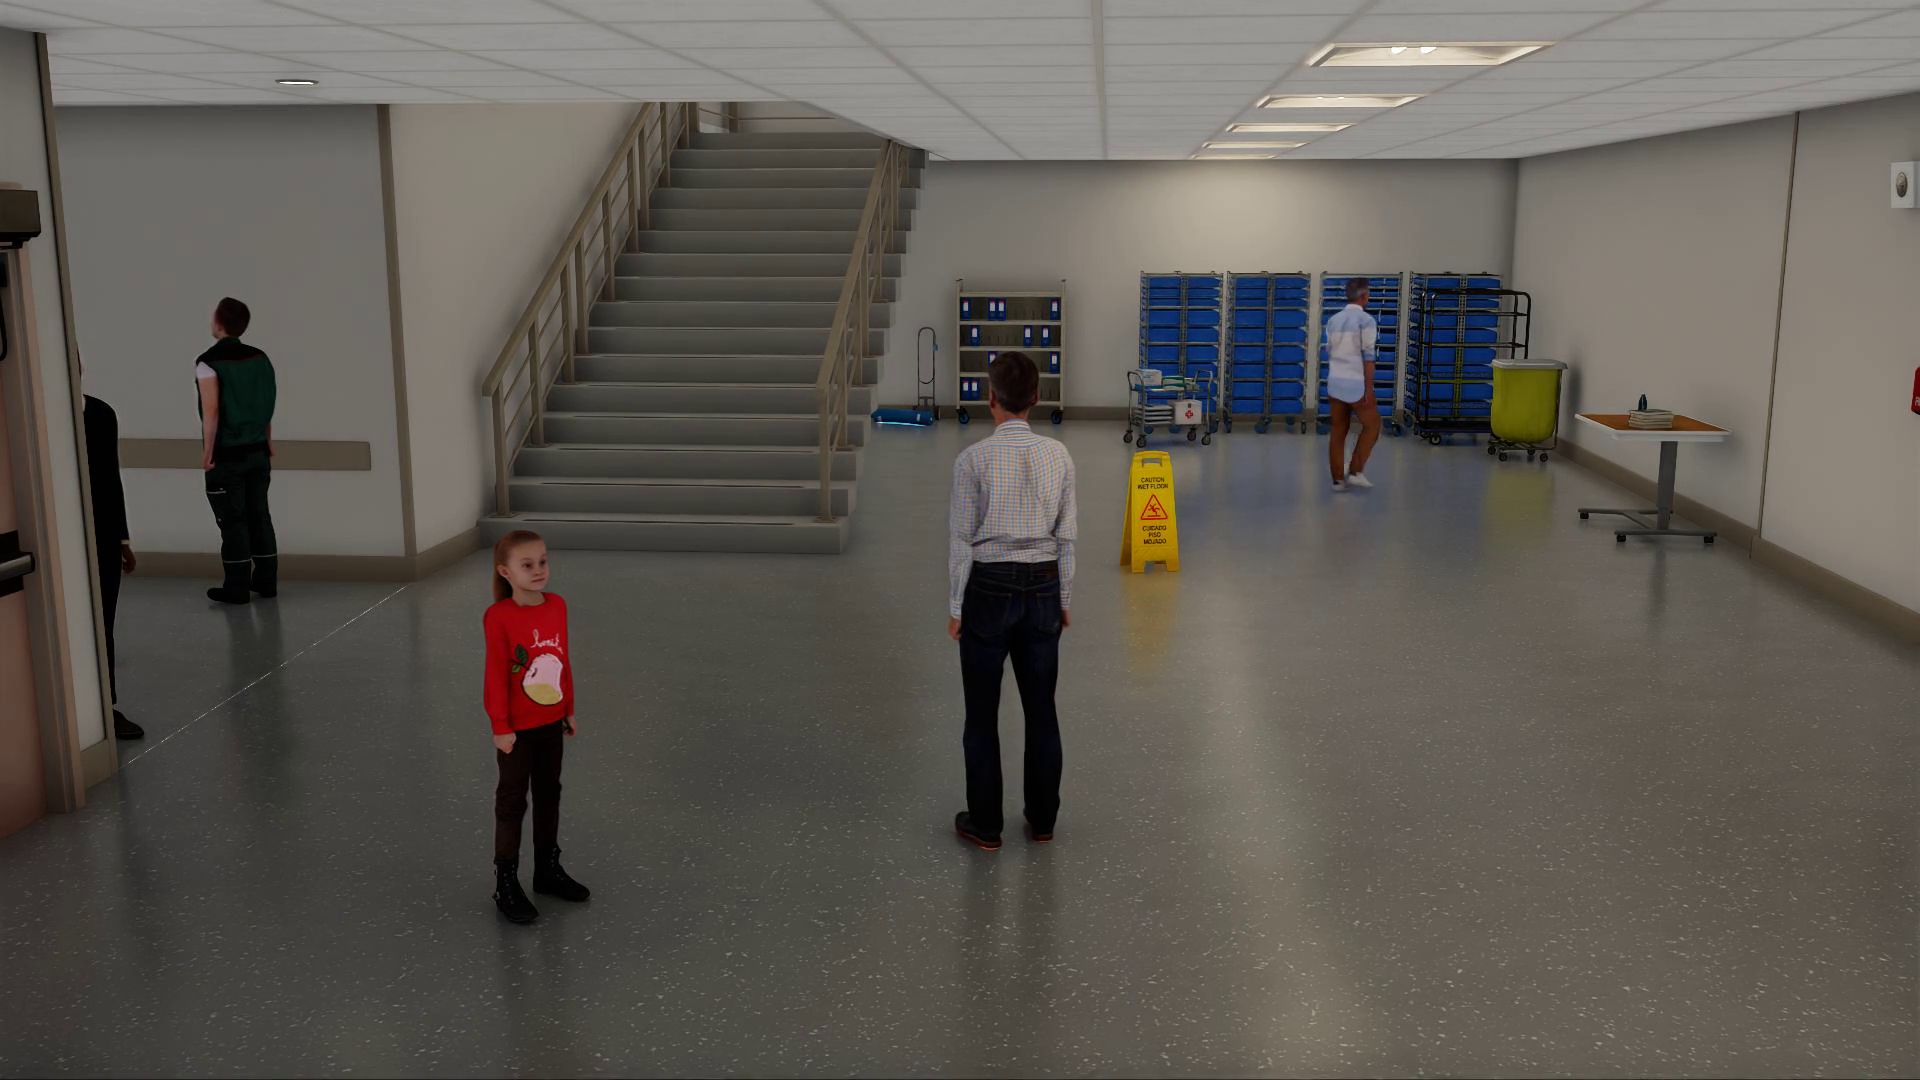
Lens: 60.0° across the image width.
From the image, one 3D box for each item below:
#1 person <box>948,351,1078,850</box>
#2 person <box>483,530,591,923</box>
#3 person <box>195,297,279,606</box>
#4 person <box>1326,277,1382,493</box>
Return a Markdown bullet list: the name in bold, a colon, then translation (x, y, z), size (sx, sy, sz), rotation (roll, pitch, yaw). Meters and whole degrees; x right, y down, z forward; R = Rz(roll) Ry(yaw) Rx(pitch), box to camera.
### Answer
- **person**: translation (0.188, 0.214, 6.110), size (0.720, 1.816, 0.699), rotation (-4, 11, -19)
- **person**: translation (-1.427, 0.597, 5.529), size (0.634, 1.281, 0.545), rotation (7, 13, 34)
- **person**: translation (-4.368, -0.545, 10.040), size (0.784, 1.843, 0.663), rotation (5, 12, 27)
- **person**: translation (3.260, -1.298, 14.085), size (0.879, 1.815, 0.815), rotation (-9, 14, -38)
